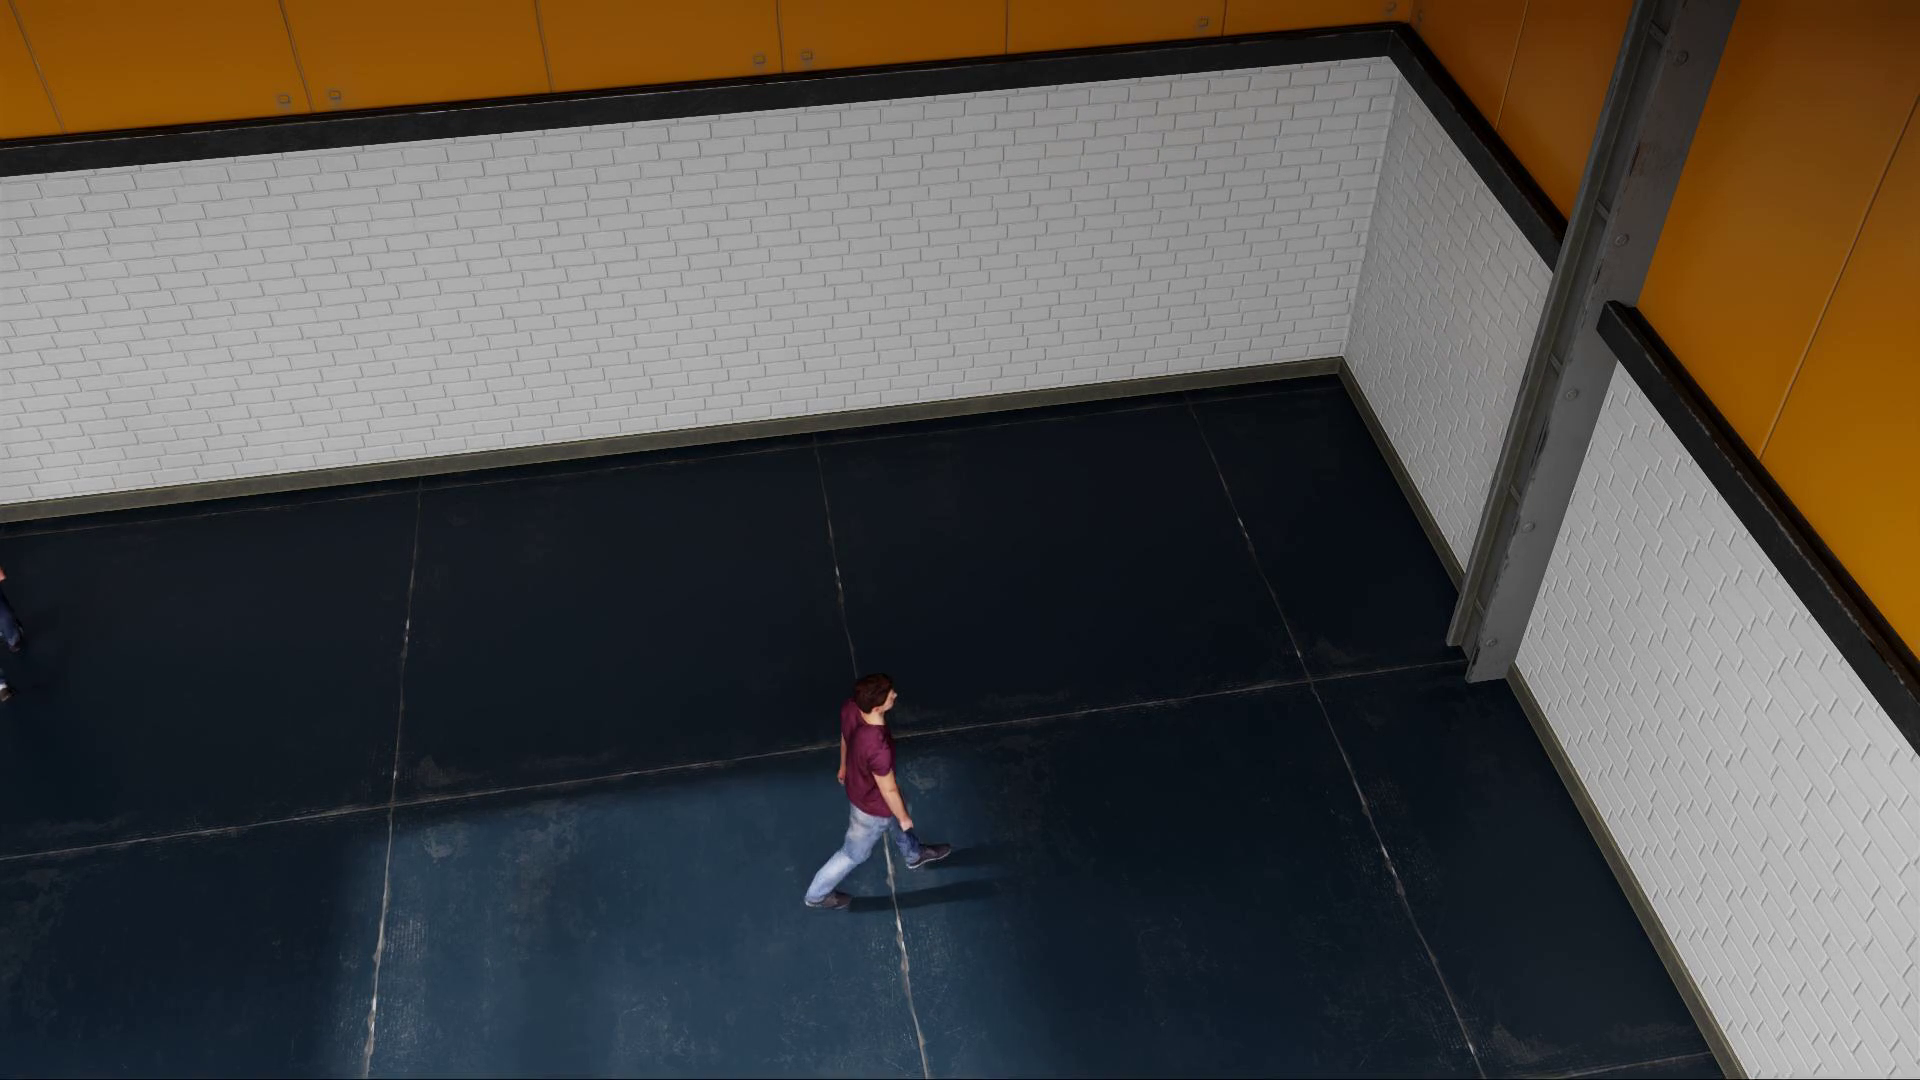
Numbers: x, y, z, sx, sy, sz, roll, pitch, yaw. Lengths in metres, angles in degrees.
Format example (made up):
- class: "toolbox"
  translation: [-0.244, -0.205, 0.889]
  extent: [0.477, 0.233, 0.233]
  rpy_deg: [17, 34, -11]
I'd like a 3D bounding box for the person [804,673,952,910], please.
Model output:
- class: "person"
  translation: [-0.576, 1.447, 9.321]
  extent: [0.873, 1.806, 1.163]
  rpy_deg: [-13, 45, -14]
